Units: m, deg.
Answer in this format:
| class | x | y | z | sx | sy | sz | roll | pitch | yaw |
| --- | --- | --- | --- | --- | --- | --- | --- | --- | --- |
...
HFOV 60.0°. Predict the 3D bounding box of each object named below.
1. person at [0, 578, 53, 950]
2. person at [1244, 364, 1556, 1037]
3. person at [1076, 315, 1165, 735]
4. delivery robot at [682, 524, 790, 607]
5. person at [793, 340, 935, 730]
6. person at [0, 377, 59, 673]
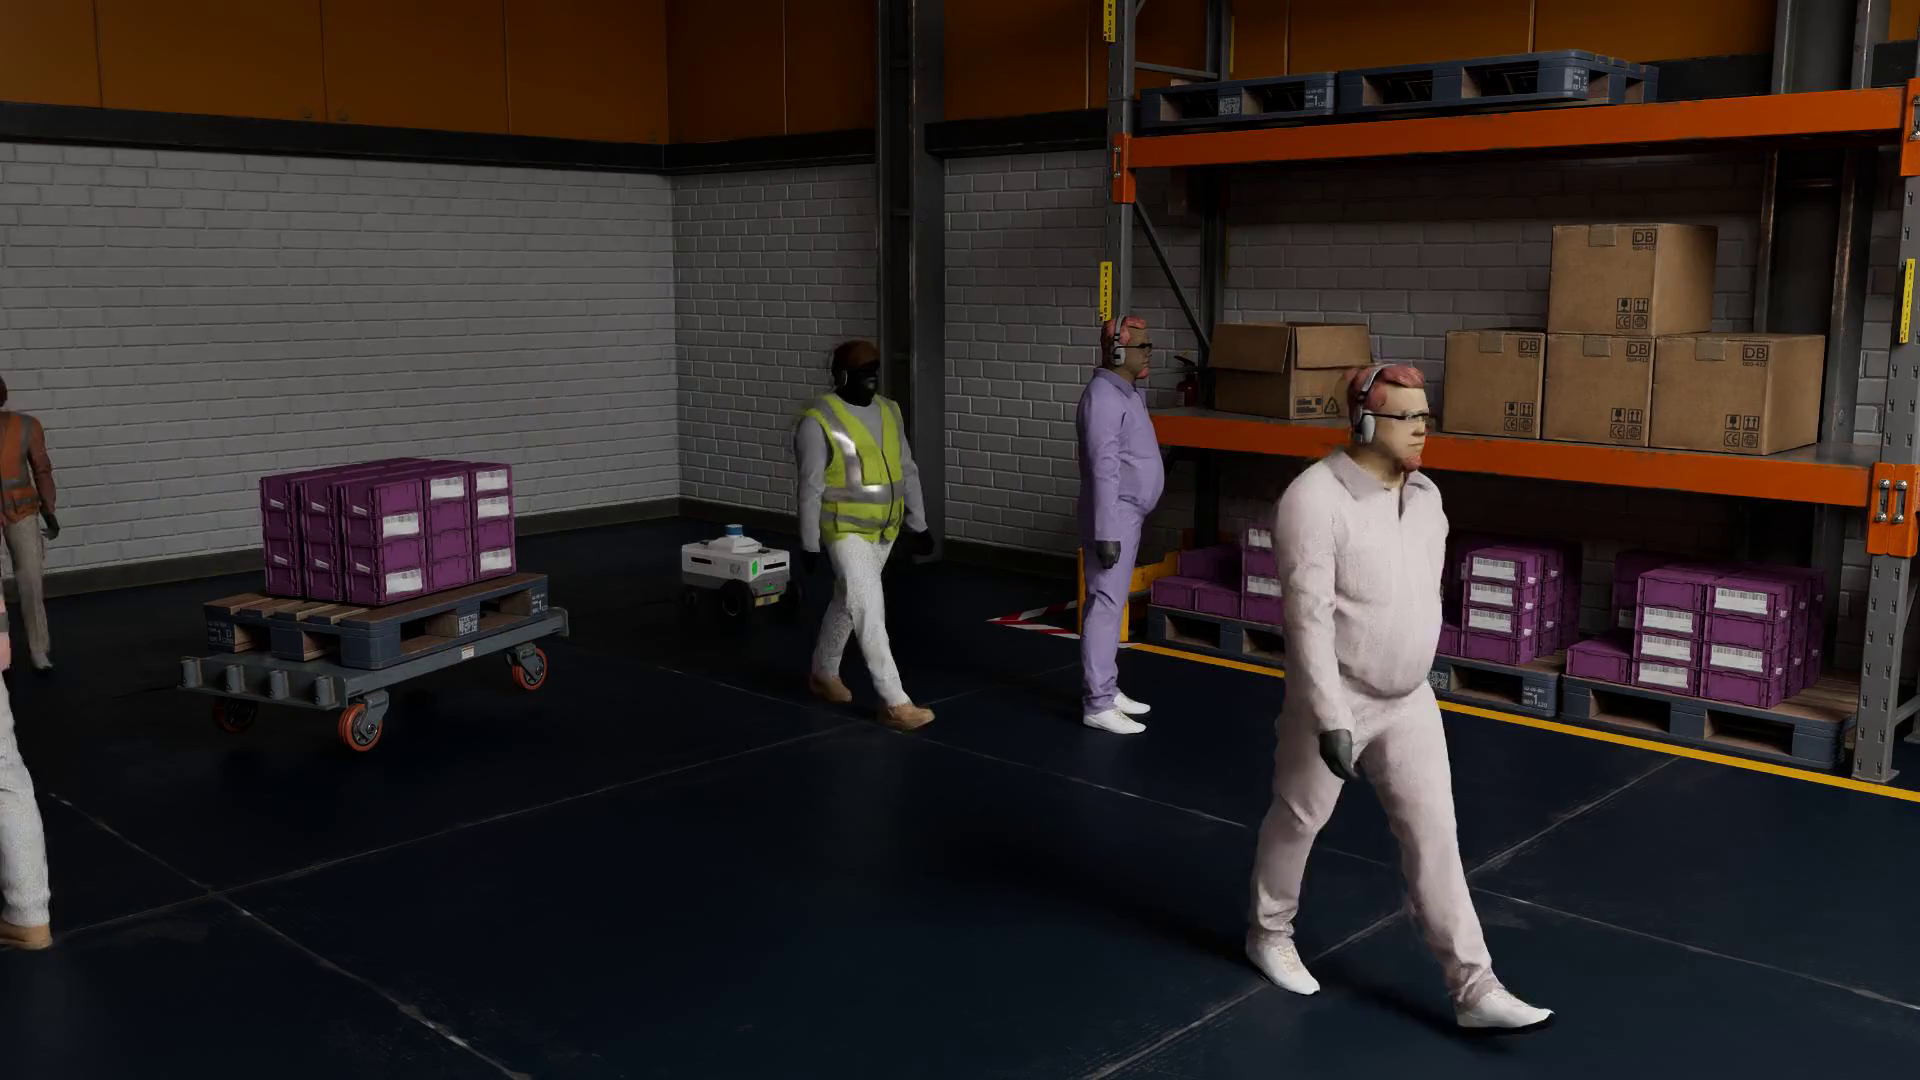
| class | x | y | z | sx | sy | sz | roll | pitch | yaw |
| --- | --- | --- | --- | --- | --- | --- | --- | --- | --- |
| person | -3.157 | 0.416 | 5.009 | 0.646 | 1.810 | 0.650 | -1 | 9 | -4 |
| person | 1.166 | 0.452 | 4.614 | 0.647 | 1.856 | 0.994 | -5 | 11 | -30 |
| person | 0.744 | -0.079 | 7.705 | 0.399 | 1.909 | 0.642 | 2 | 9 | 12 |
| delivery robot | -1.375 | 0.147 | 10.168 | 0.707 | 0.478 | 0.477 | 8 | 12 | 39 |
| person | -0.464 | -0.049 | 7.878 | 0.963 | 1.797 | 0.620 | 7 | 12 | 39 |
| person | -5.033 | -0.095 | 8.723 | 0.548 | 1.602 | 0.769 | -7 | 12 | -37 |
